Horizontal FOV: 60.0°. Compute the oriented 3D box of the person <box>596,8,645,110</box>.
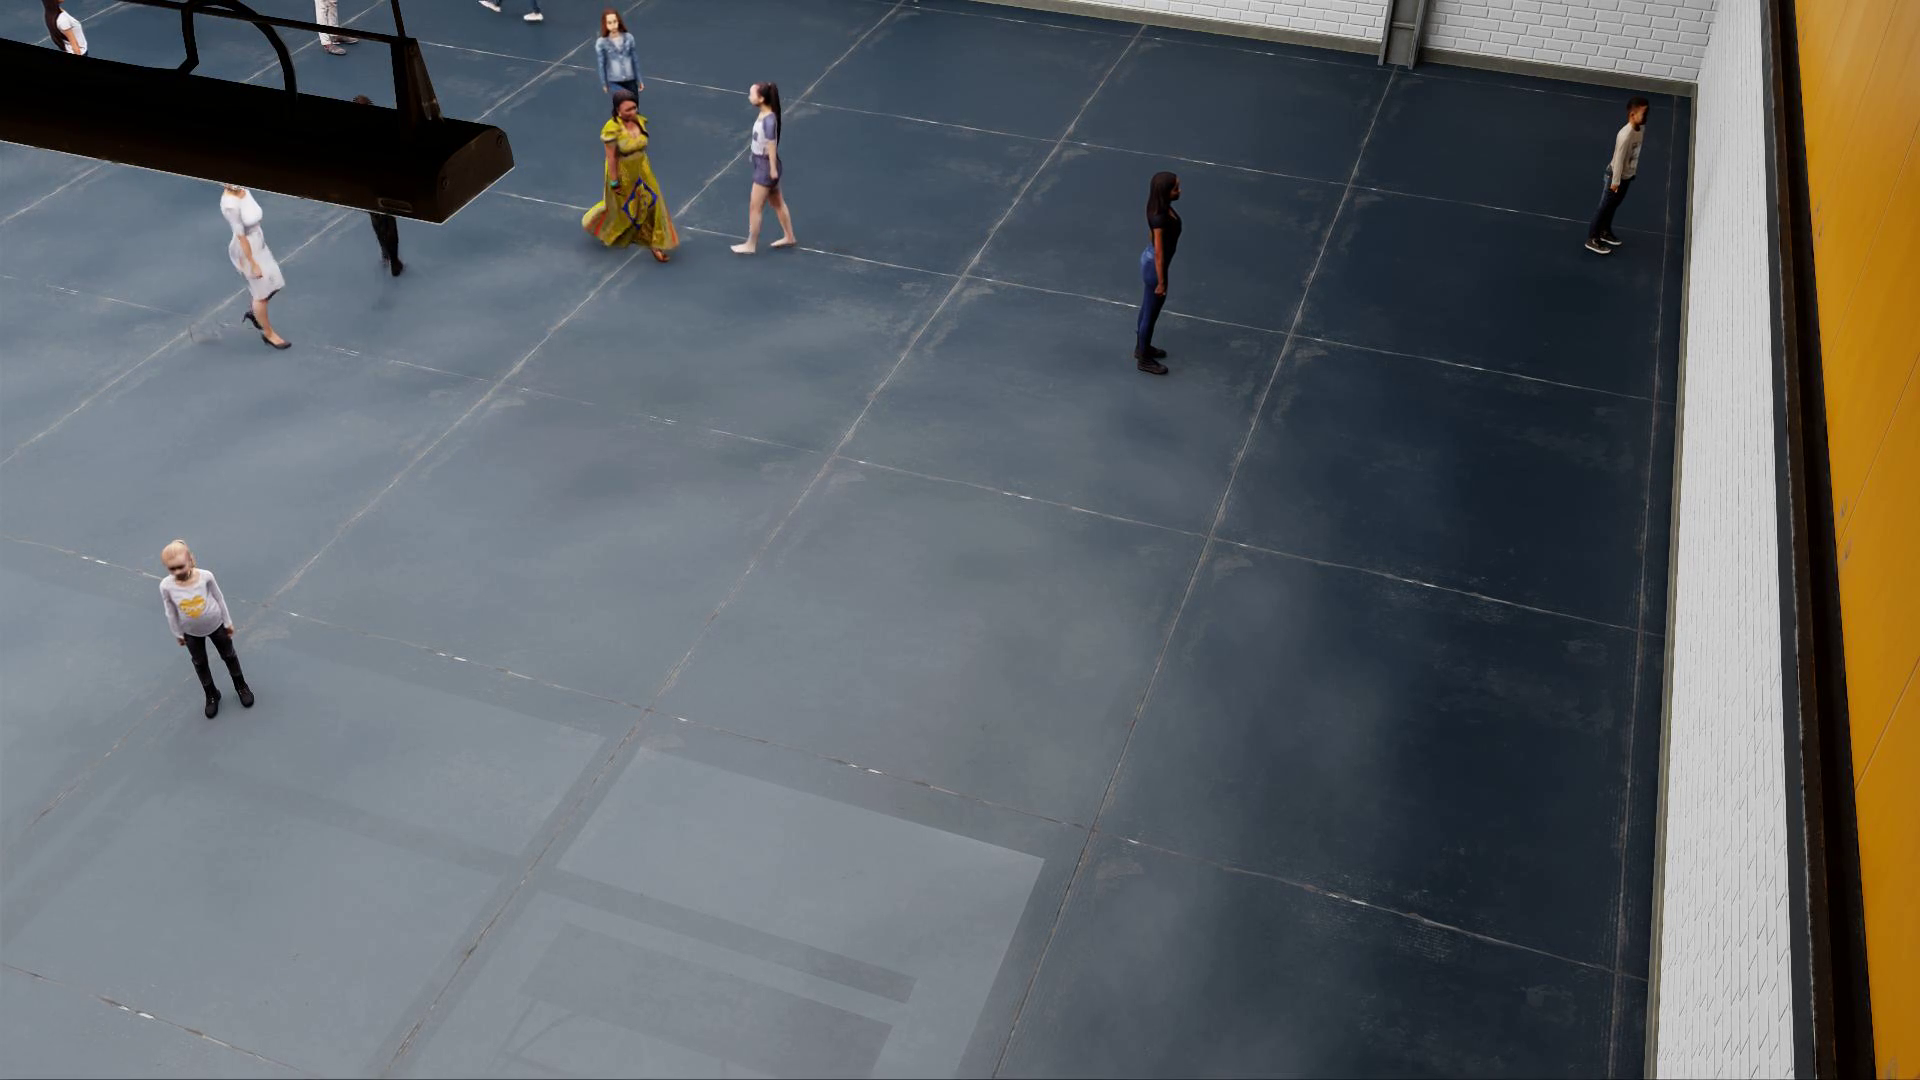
[{"bbox_3d":[-3.419,-4.650,16.788,0.904,1.459,0.976,-17,42,-20],"label":"person"}]

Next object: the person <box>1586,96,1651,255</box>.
[{"bbox_3d":[6.009,-3.341,15.148,0.602,1.460,0.599,29,47,31],"label":"person"}]

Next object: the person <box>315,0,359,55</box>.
[{"bbox_3d":[-7.214,-6.432,18.743,0.645,1.804,0.709,6,39,7],"label":"person"}]

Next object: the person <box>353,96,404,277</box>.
[{"bbox_3d":[-5.154,-3.081,14.691,0.765,1.623,0.820,-6,39,-7],"label":"person"}]

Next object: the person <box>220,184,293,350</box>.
[{"bbox_3d":[-5.912,-2.345,13.677,0.745,1.739,0.680,0,39,0],"label":"person"}]

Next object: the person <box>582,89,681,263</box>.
[{"bbox_3d":[-3.030,-3.290,14.951,1.175,1.626,0.926,24,45,27],"label":"person"}]

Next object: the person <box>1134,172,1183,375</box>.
[{"bbox_3d":[1.585,-2.182,13.473,0.612,1.739,0.627,2,39,3],"label":"person"}]

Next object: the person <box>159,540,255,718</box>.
[{"bbox_3d":[-4.754,0.533,10.442,0.579,1.279,0.640,-16,41,-19],"label":"person"}]

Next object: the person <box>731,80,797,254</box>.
[{"bbox_3d":[-1.661,-3.373,15.051,0.931,1.631,0.799,-3,39,-4],"label":"person"}]

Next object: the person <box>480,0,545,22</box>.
[{"bbox_3d":[-5.204,-6.858,19.373,1.089,1.683,0.602,12,40,15],"label":"person"}]
